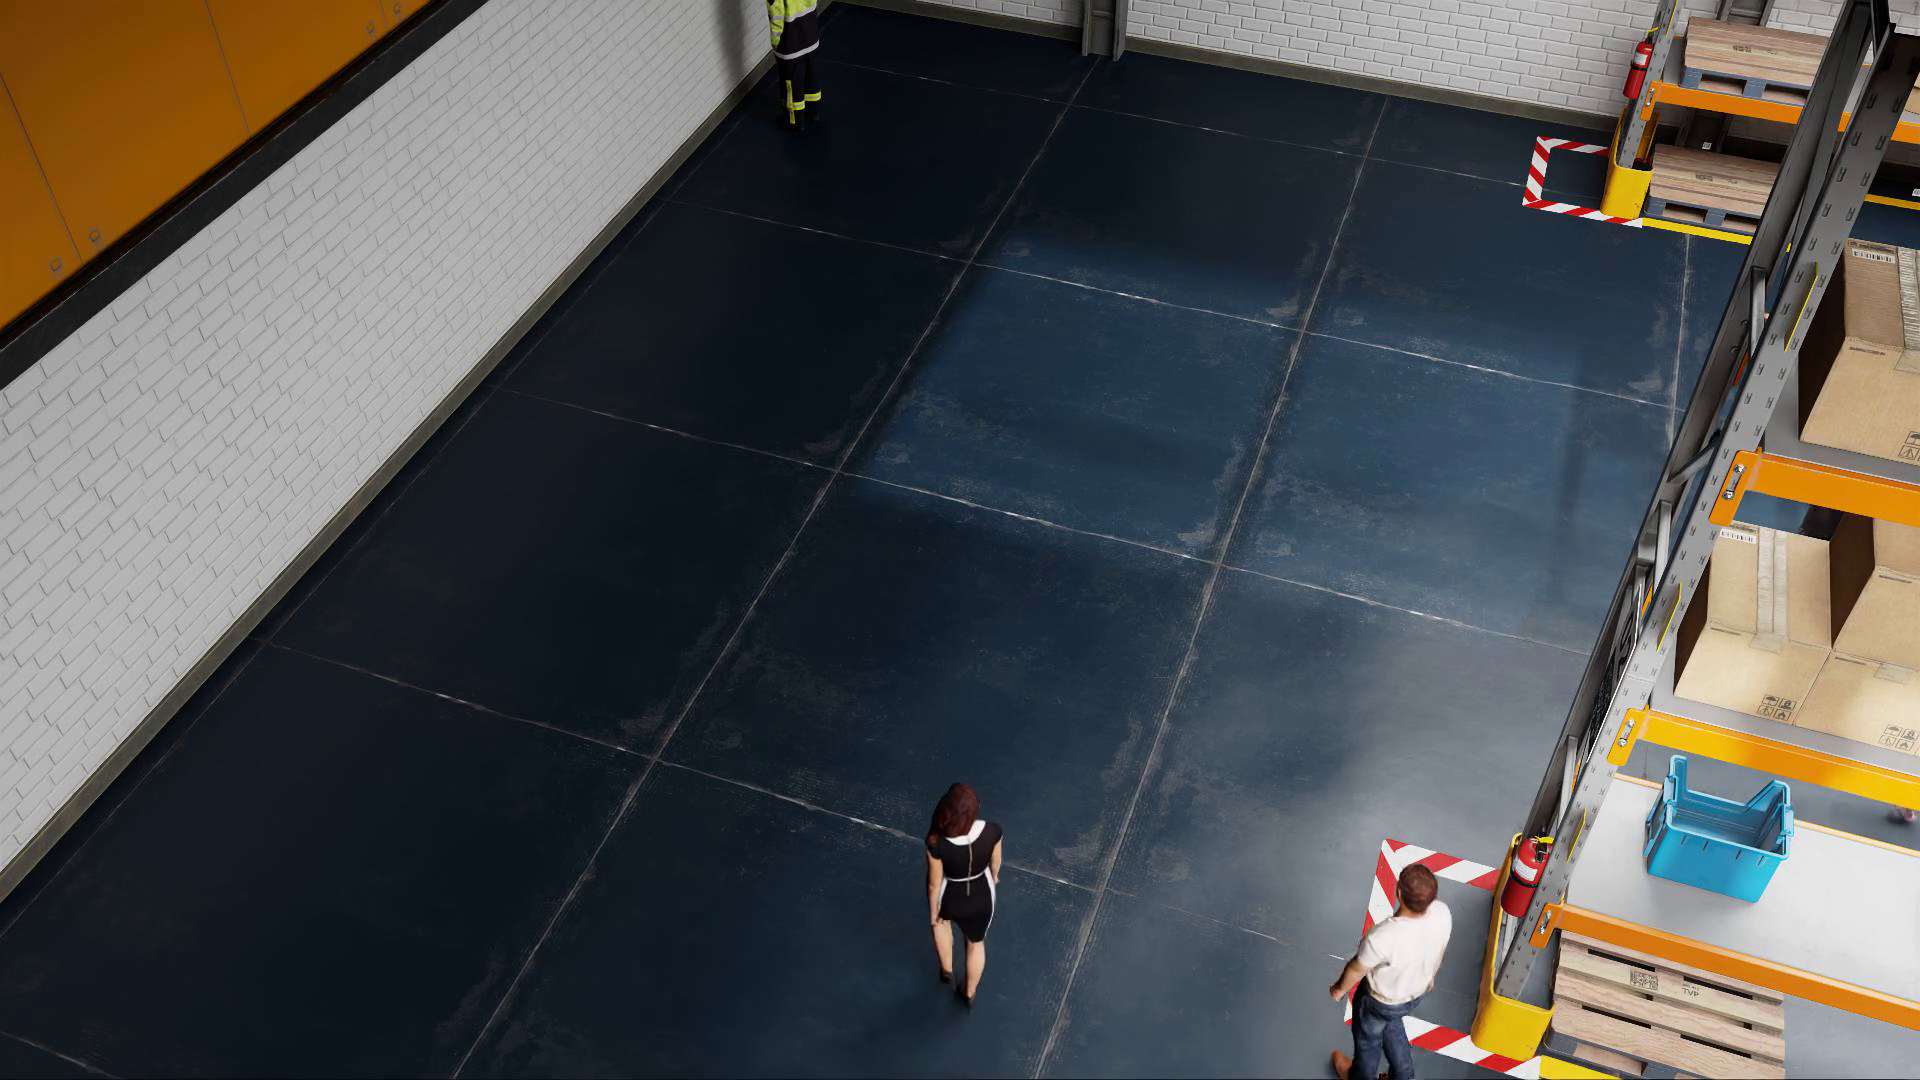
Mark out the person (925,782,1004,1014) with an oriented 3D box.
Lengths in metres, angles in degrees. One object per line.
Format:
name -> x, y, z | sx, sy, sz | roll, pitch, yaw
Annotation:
person -> 0.040, 1.983, 8.836 | 0.709, 1.786, 0.773 | -7, 44, -7

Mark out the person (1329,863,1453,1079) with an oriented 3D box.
person -> 2.235, 2.354, 8.411 | 0.873, 1.835, 0.931 | -20, 47, -20

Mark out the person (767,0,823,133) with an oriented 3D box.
person -> -1.589, -4.890, 15.907 | 0.762, 1.983, 0.839 | 27, 50, 26

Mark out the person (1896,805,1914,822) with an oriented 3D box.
person -> 6.027, 1.386, 10.029 | 0.747, 1.004, 0.501 | 8, 44, 8
